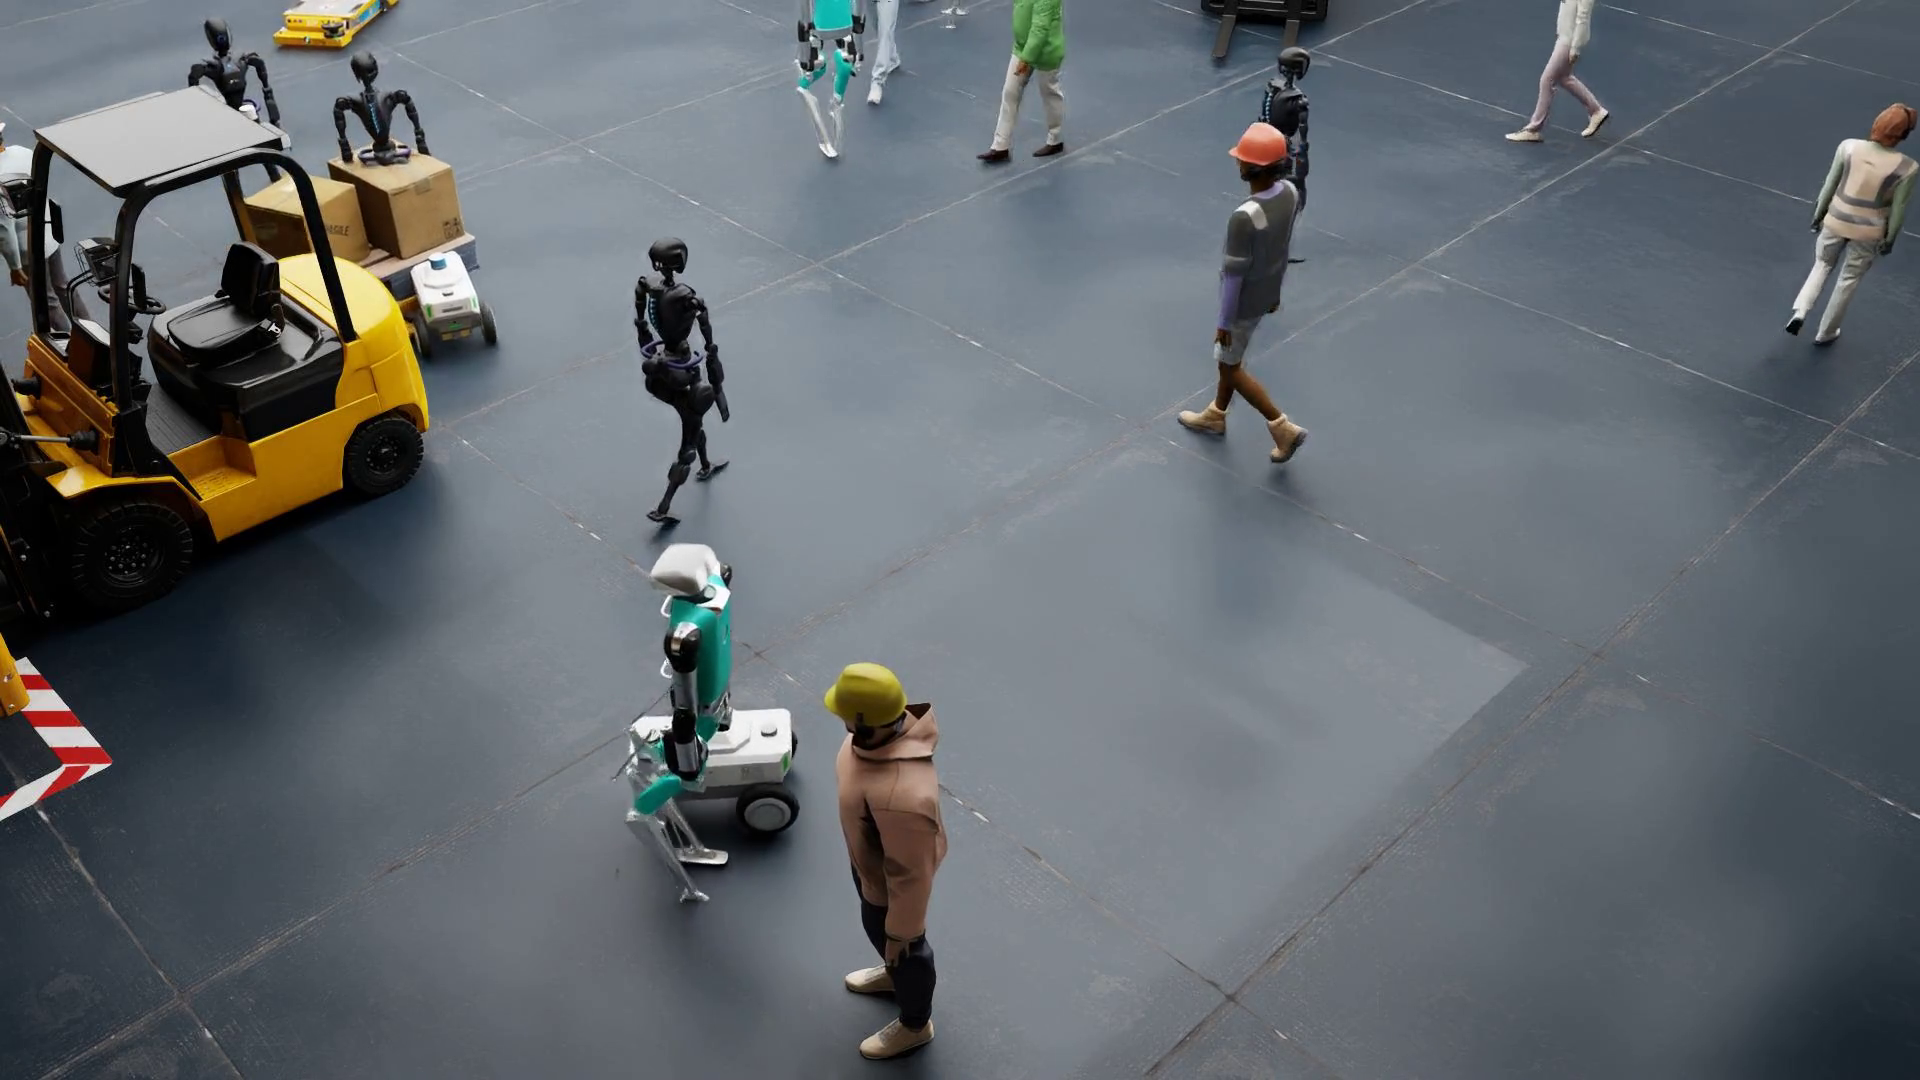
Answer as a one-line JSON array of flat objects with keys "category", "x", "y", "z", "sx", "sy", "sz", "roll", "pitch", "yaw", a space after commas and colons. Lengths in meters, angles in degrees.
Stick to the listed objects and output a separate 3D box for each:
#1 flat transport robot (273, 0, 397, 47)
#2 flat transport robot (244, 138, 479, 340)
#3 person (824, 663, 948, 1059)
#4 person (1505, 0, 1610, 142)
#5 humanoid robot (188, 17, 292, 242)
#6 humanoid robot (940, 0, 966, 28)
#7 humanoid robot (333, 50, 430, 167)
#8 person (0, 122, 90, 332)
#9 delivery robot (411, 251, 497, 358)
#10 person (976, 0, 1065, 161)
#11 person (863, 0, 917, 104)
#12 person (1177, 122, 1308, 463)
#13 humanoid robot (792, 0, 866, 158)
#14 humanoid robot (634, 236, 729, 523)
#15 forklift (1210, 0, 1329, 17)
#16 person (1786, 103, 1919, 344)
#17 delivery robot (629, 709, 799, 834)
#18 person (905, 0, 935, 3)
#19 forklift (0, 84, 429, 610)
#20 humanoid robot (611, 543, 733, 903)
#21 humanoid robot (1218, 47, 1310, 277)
[{"category": "flat transport robot", "x": -5.855, "y": -4.993, "z": 15.681, "sx": 0.659, "sy": 0.231, "sz": 1.431, "roll": 4, "pitch": 37, "yaw": 6}, {"category": "flat transport robot", "x": -4.039, "y": -1.701, "z": 11.274, "sx": 1.431, "sy": 0.231, "sz": 0.659, "roll": 27, "pitch": 45, "yaw": 32}, {"category": "person", "x": -0.249, "y": 1.171, "z": 6.096, "sx": 0.416, "sy": 1.863, "sz": 0.819, "roll": -7, "pitch": 37, "yaw": -9}, {"category": "person", "x": 4.842, "y": -3.948, "z": 13.044, "sx": 0.722, "sy": 1.743, "sz": 0.527, "roll": 8, "pitch": 37, "yaw": 10}, {"category": "humanoid robot", "x": -5.046, "y": -2.873, "z": 11.666, "sx": 0.591, "sy": 1.640, "sz": 0.380, "roll": -26, "pitch": 44, "yaw": -31}, {"category": "humanoid robot", "x": -0.079, "y": -5.587, "z": 15.265, "sx": 0.816, "sy": 1.779, "sz": 0.532, "roll": 2, "pitch": 37, "yaw": 2}, {"category": "humanoid robot", "x": -3.811, "y": -2.460, "z": 11.119, "sx": 0.601, "sy": 1.653, "sz": 0.325, "roll": -9, "pitch": 38, "yaw": -12}, {"category": "person", "x": -5.733, "y": -1.819, "z": 10.199, "sx": 0.350, "sy": 1.745, "sz": 0.565, "roll": -1, "pitch": 37, "yaw": -2}, {"category": "delivery robot", "x": -3.354, "y": -1.561, "z": 10.863, "sx": 0.499, "sy": 0.613, "sz": 0.790, "roll": -15, "pitch": 39, "yaw": -19}, {"category": "person", "x": 0.481, "y": -3.728, "z": 12.751, "sx": 0.862, "sy": 1.739, "sz": 0.529, "roll": -20, "pitch": 41, "yaw": -25}, {"category": "person", "x": -0.682, "y": -4.692, "z": 13.944, "sx": 0.620, "sy": 1.875, "sz": 0.954, "roll": 11, "pitch": 38, "yaw": 14}, {"category": "person", "x": 1.675, "y": -1.354, "z": 9.352, "sx": 0.823, "sy": 2.020, "sz": 0.609, "roll": 25, "pitch": 44, "yaw": 30}, {"category": "humanoid robot", "x": -1.046, "y": -3.723, "z": 12.830, "sx": 0.530, "sy": 1.875, "sz": 0.742, "roll": -15, "pitch": 39, "yaw": -19}, {"category": "humanoid robot", "x": -1.562, "y": -0.886, "z": 9.052, "sx": 0.614, "sy": 1.635, "sz": 0.769, "roll": 23, "pitch": 42, "yaw": 27}, {"category": "forklift", "x": 3.106, "y": -6.400, "z": 15.960, "sx": 1.214, "sy": 2.155, "sz": 2.313, "roll": 8, "pitch": 37, "yaw": 10}, {"category": "person", "x": 5.627, "y": -1.955, "z": 10.475, "sx": 0.422, "sy": 1.622, "sz": 0.529, "roll": -30, "pitch": 46, "yaw": -34}, {"category": "delivery robot", "x": -1.088, "y": 0.975, "z": 7.432, "sx": 0.742, "sy": 0.570, "sz": 0.499, "roll": -3, "pitch": 37, "yaw": -4}, {"category": "person", "x": -0.463, "y": -6.113, "z": 15.785, "sx": 0.359, "sy": 1.938, "sz": 0.635, "roll": -13, "pitch": 39, "yaw": -17}, {"category": "forklift", "x": -4.145, "y": -1.093, "z": 8.856, "sx": 2.313, "sy": 2.155, "sz": 1.214, "roll": -31, "pitch": 47, "yaw": -34}, {"category": "humanoid robot", "x": -1.198, "y": 0.752, "z": 6.741, "sx": 0.662, "sy": 1.774, "sz": 0.532, "roll": 6, "pitch": 37, "yaw": 8}, {"category": "humanoid robot", "x": 2.132, "y": -2.528, "z": 11.248, "sx": 0.786, "sy": 1.630, "sz": 0.608, "roll": -14, "pitch": 39, "yaw": -18}]
